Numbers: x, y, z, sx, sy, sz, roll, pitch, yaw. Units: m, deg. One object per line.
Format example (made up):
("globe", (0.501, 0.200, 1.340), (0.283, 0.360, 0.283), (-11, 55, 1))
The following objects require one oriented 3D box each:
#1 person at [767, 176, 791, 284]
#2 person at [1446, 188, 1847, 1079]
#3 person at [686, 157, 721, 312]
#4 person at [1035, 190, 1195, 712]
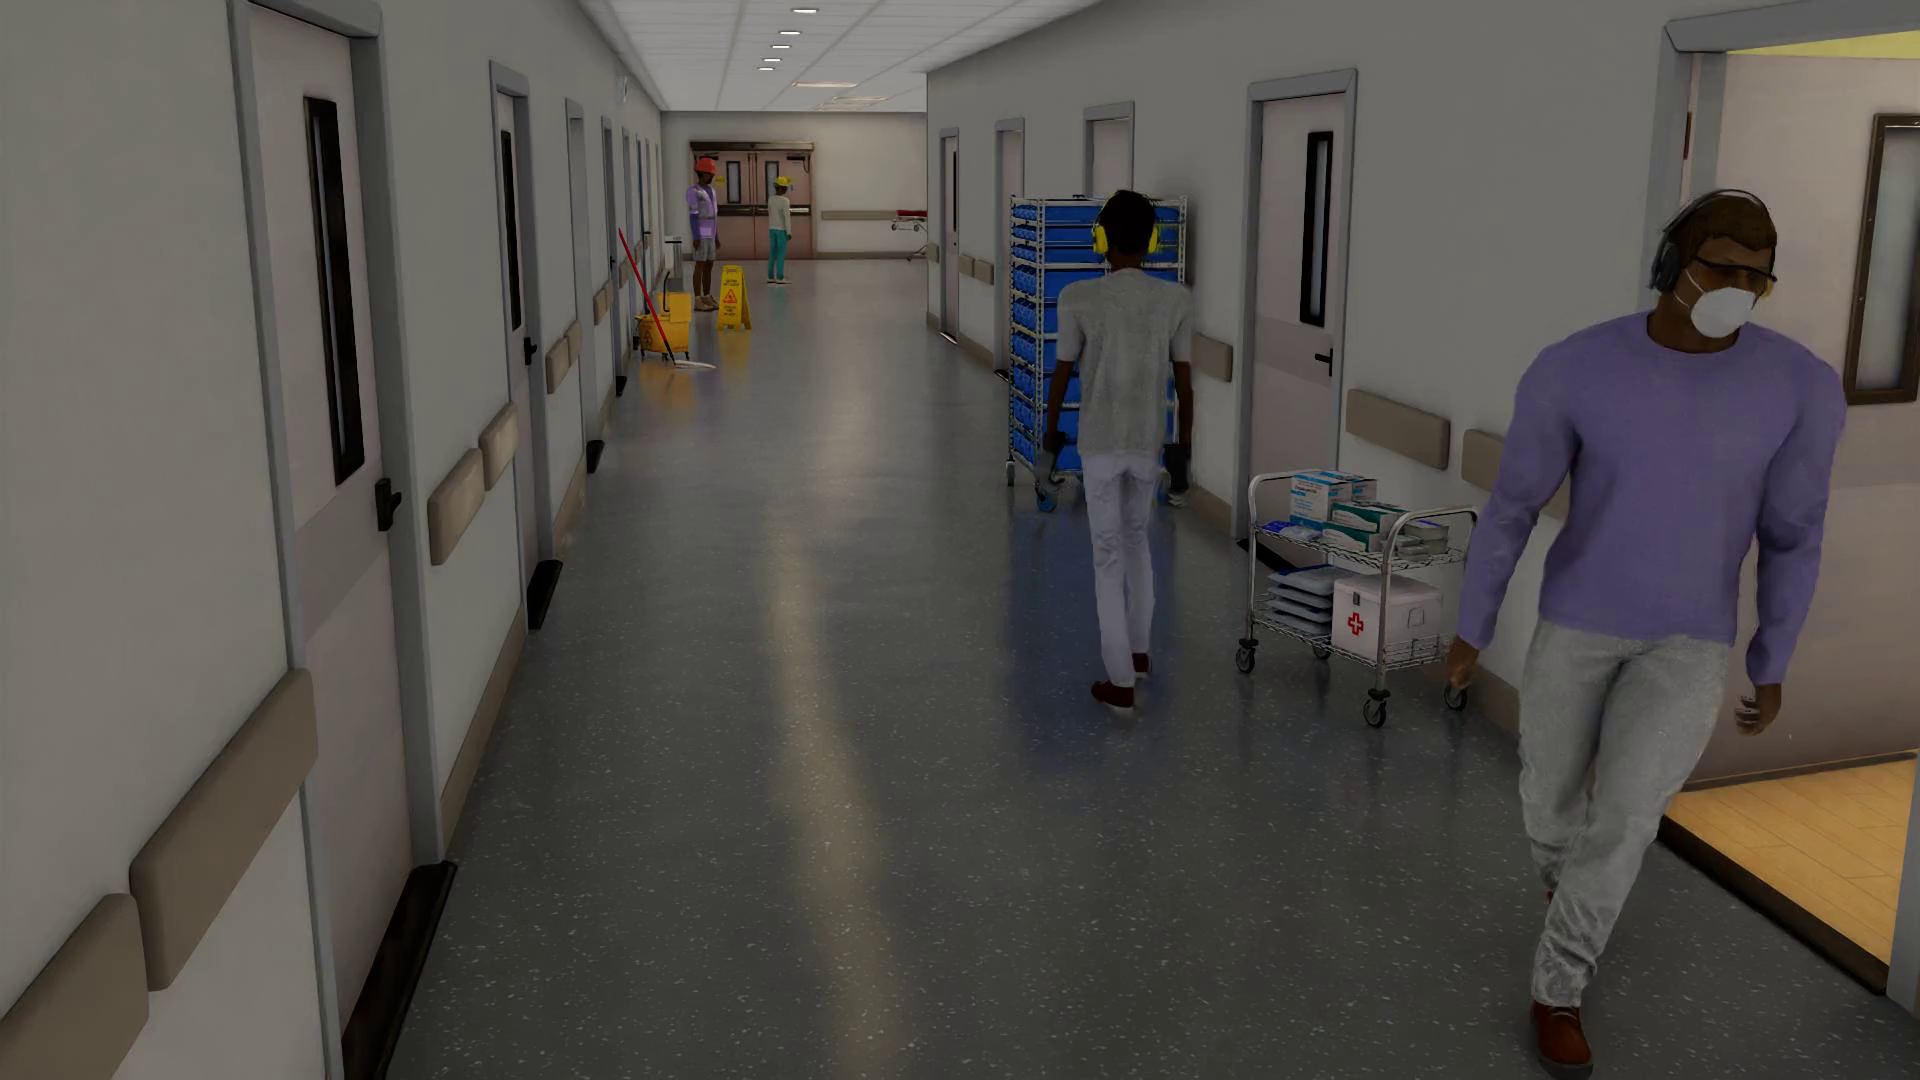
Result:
("person", (-2.980, -5.118, 27.516), (0.342, 1.759, 0.523), (-12, 17, -43))
("person", (1.490, 0.175, 3.726), (0.723, 1.891, 0.766), (4, 13, 16))
("person", (-3.407, -4.095, 22.339), (0.377, 2.041, 0.607), (5, 14, 21))
("person", (0.543, -0.325, 6.046), (0.516, 1.848, 0.670), (-3, 13, -15))
